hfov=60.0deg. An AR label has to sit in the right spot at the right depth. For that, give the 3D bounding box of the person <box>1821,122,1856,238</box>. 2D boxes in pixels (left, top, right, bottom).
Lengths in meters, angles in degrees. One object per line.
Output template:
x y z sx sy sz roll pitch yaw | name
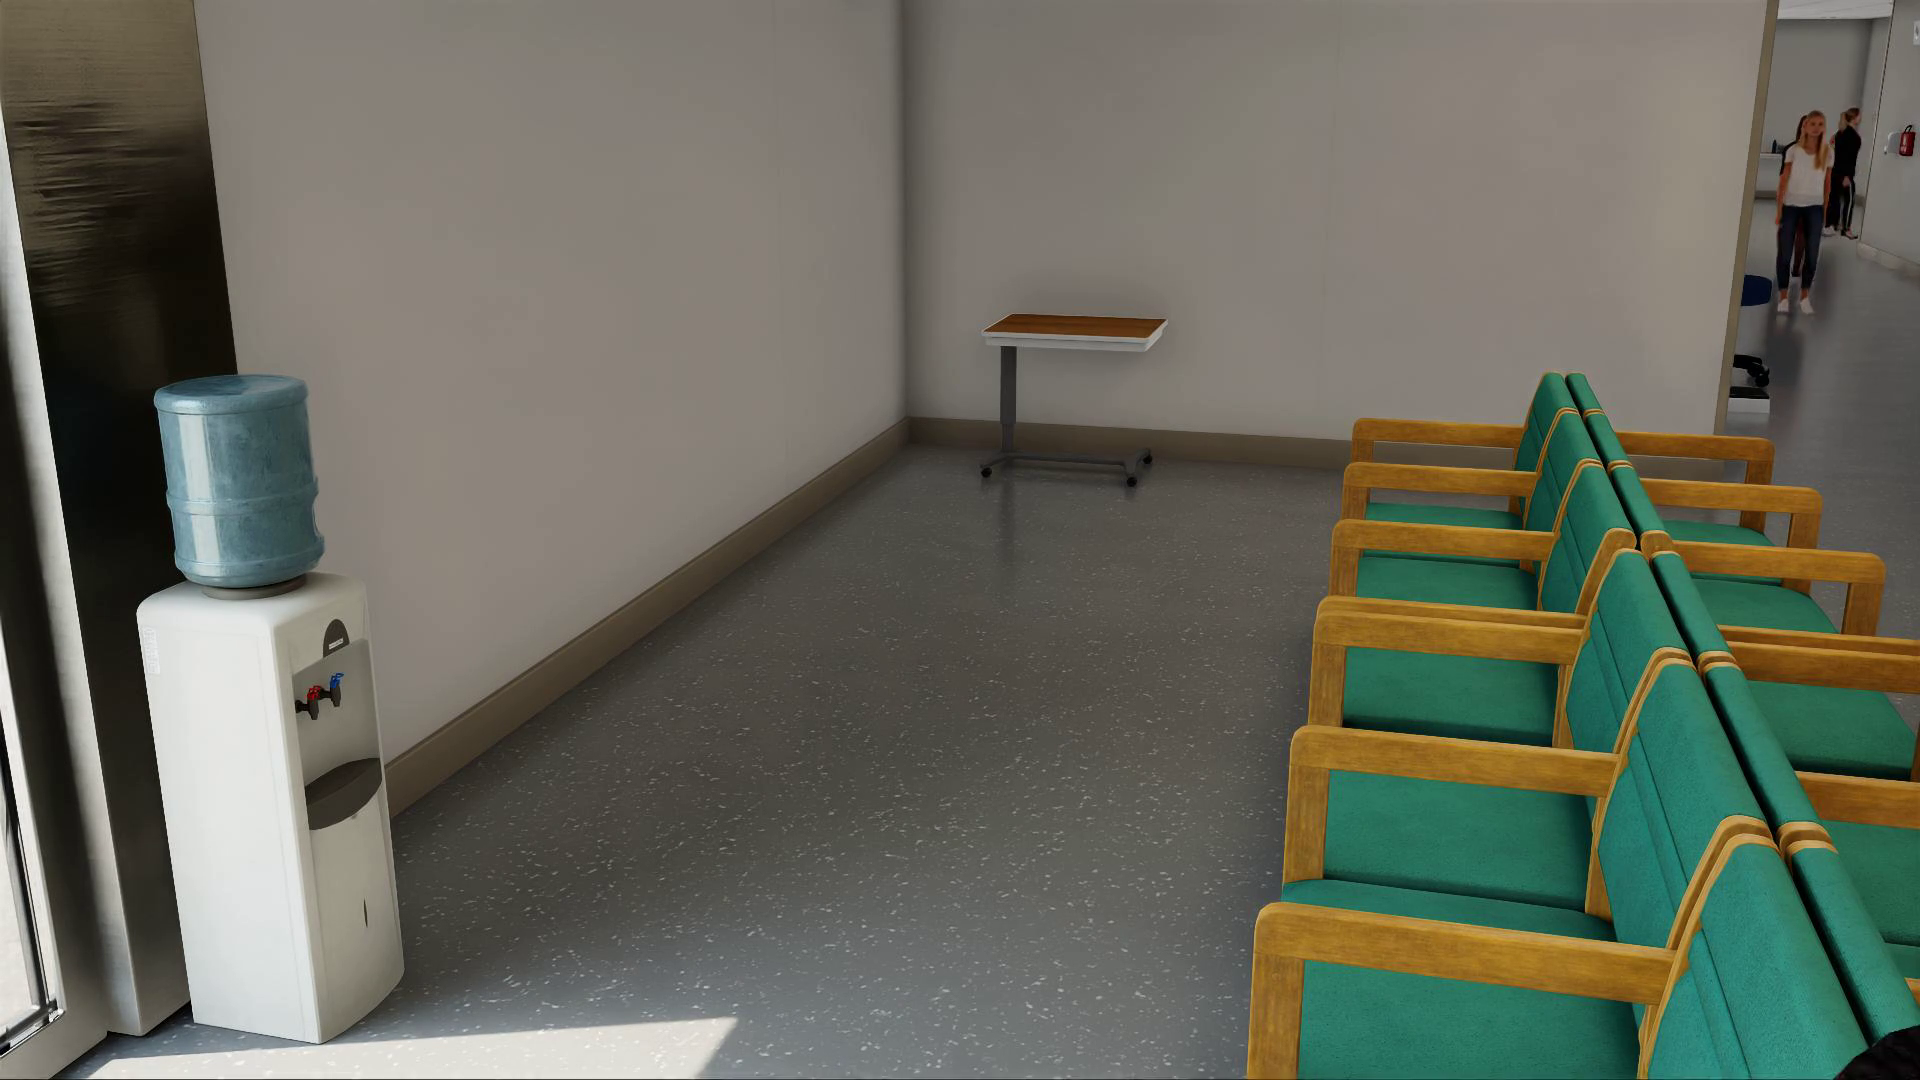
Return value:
11.597 -4.772 21.853 0.786 1.607 0.726 -4 16 -13 | person

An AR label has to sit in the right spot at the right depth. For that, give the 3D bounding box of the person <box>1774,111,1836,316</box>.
7.574 -2.944 15.026 0.650 1.793 0.679 6 17 19 | person
